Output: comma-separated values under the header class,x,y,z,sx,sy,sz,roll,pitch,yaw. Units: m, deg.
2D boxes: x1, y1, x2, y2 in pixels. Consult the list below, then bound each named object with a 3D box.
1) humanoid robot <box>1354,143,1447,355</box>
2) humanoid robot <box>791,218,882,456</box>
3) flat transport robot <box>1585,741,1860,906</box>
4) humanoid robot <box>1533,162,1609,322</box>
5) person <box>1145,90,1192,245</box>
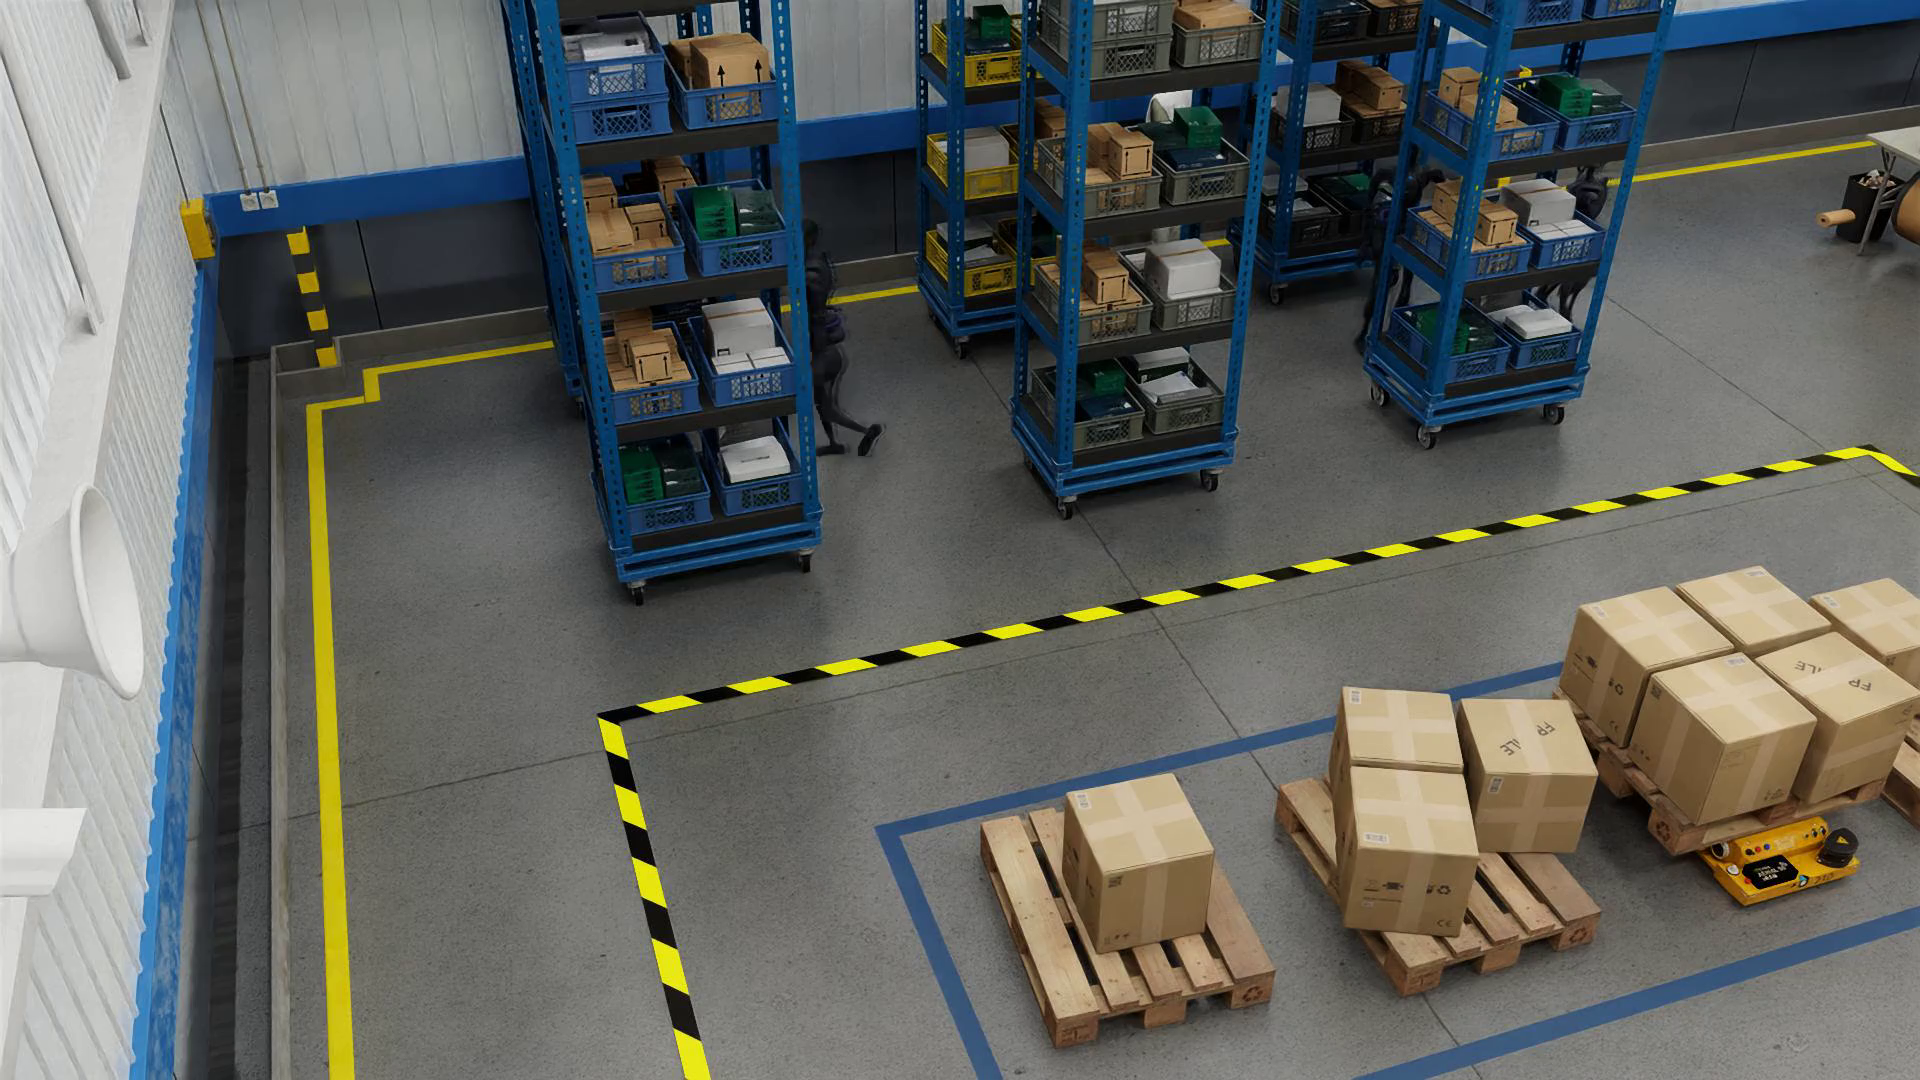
class,x,y,z,sx,sy,sz,roll,pitch,yaw
humanoid robot,3.148,-2.127,11.852,0.609,1.643,0.405,4,35,6
humanoid robot,-0.815,-1.276,10.653,0.528,1.625,0.629,-5,35,-7
flat transport robot,3.738,1.188,8.347,0.652,0.197,1.431,-11,37,-15
humanoid robot,4.279,-1.974,11.635,0.343,1.649,0.596,4,35,6
person,1.600,-2.938,12.854,0.380,1.842,0.568,18,39,24
